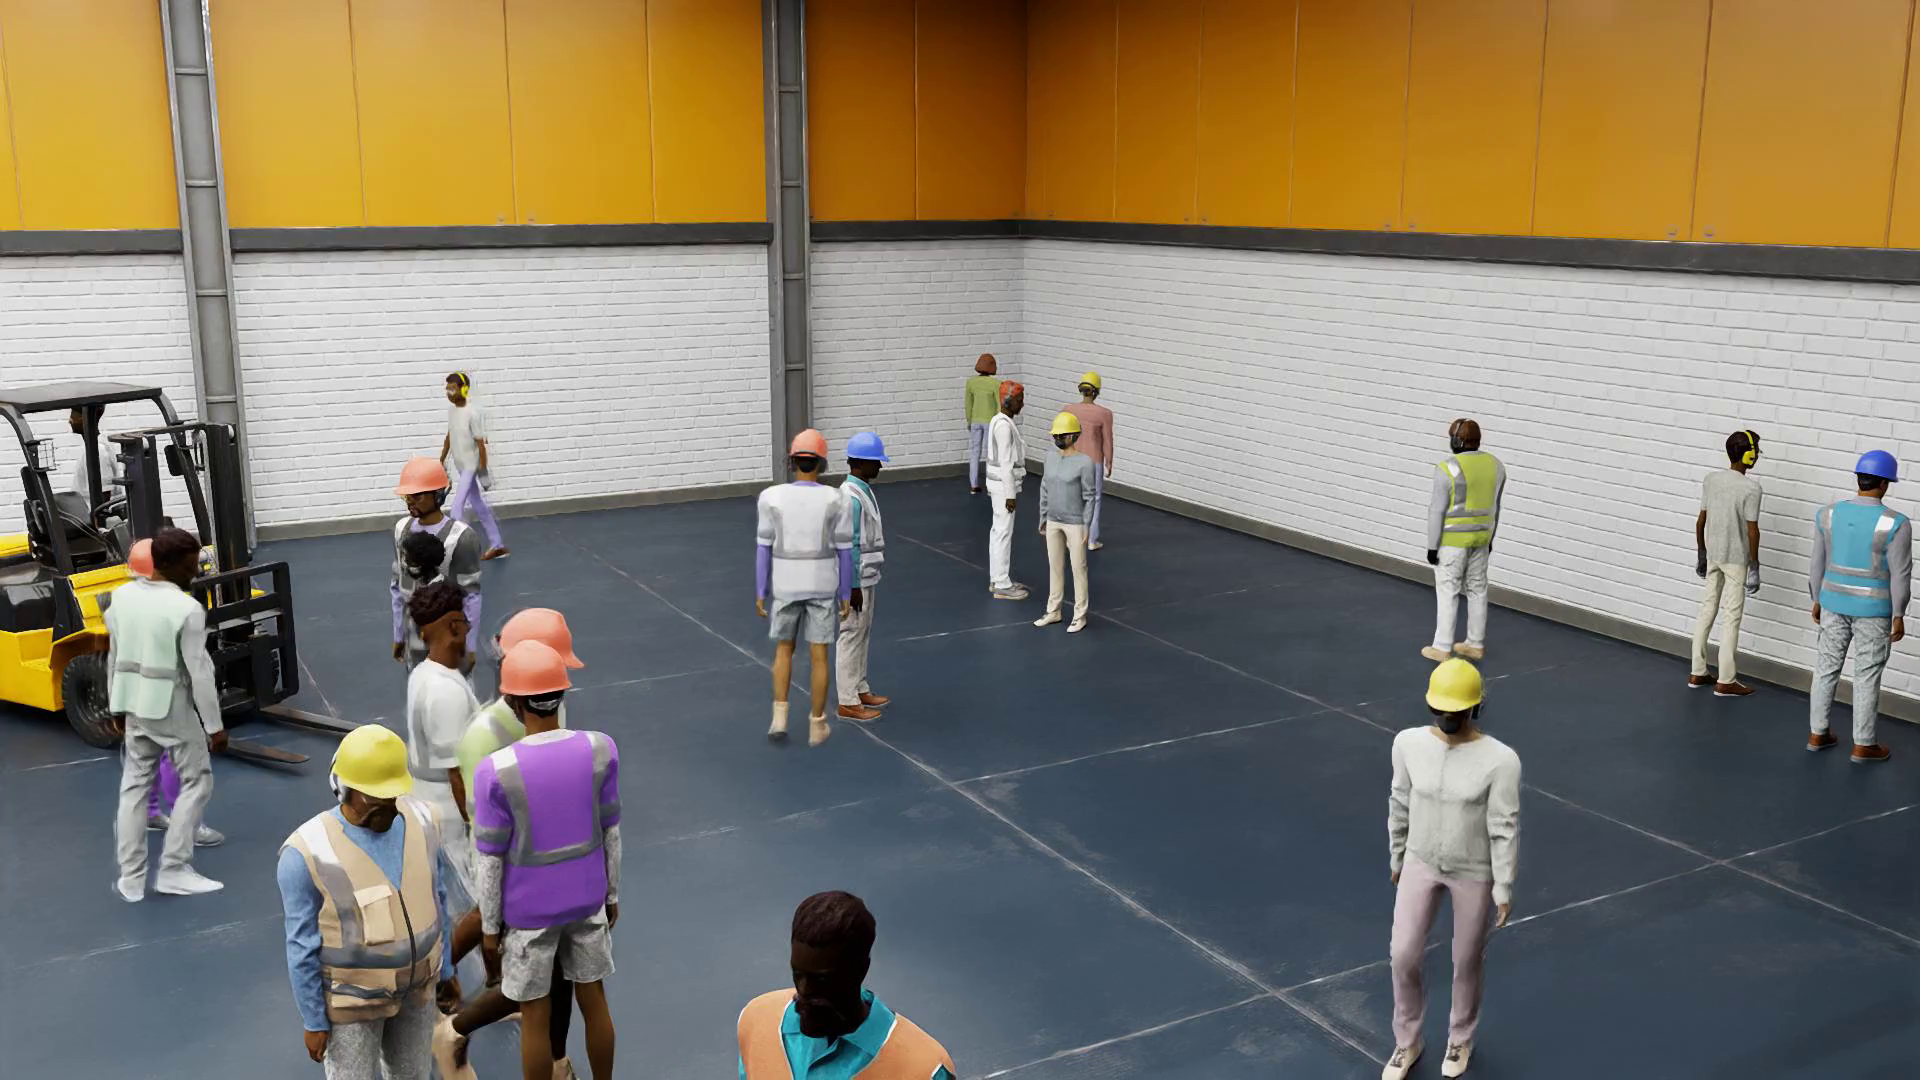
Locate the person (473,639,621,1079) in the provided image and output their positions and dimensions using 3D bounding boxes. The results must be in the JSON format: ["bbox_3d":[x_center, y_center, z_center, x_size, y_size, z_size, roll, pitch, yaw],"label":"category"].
[{"bbox_3d":[-1.504,1.309,6.086,0.545,1.930,0.385,-8,15,-34],"label":"person"}]

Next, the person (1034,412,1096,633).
[{"bbox_3d":[0.841,-0.143,13.276,0.522,1.769,0.317,10,16,40],"label":"person"}]

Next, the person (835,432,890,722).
[{"bbox_3d":[-0.663,0.241,11.079,0.416,1.939,0.605,1,12,5],"label":"person"}]

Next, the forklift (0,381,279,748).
[{"bbox_3d":[-5.853,0.085,11.199,2.313,2.155,1.214,7,14,28],"label":"forklift"}]

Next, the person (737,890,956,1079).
[{"bbox_3d":[-0.294,1.749,4.056,0.593,1.918,0.392,6,13,25],"label":"person"}]

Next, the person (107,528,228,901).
[{"bbox_3d":[-3.991,0.877,8.255,0.669,1.876,0.424,5,13,22],"label":"person"}]

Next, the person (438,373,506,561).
[{"bbox_3d":[-4.691,-0.650,15.539,0.970,1.821,0.514,-10,16,-39],"label":"person"}]

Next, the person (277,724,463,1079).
[{"bbox_3d":[-1.920,1.483,5.524,0.403,1.822,0.589,9,15,36],"label":"person"}]

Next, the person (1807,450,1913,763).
[{"bbox_3d":[5.564,0.407,10.297,0.400,1.938,0.602,-8,14,-33],"label":"person"}]

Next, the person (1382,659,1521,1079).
[{"bbox_3d":[1.898,1.314,6.499,0.540,1.746,0.609,7,14,30],"label":"person"}]

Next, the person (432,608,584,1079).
[{"bbox_3d":[-1.691,1.234,6.275,0.661,2.011,0.618,3,12,14],"label":"person"}]

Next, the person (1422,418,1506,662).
[{"bbox_3d":[3.743,0.006,12.433,0.629,1.837,0.429,-5,13,-22],"label":"person"}]

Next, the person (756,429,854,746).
[{"bbox_3d":[-0.983,0.304,10.631,0.638,2.011,0.527,0,12,0],"label":"person"}]

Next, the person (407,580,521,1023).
[{"bbox_3d":[-2.036,1.130,6.953,0.580,1.929,0.691,-3,12,-14],"label":"person"}]

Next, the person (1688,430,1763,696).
[{"bbox_3d":[5.382,0.156,11.639,0.310,1.868,0.532,-5,13,-23],"label":"person"}]

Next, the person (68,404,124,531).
[{"bbox_3d":[-6.677,-0.164,12.904,0.367,1.966,0.607,-6,14,-28],"label":"person"}]

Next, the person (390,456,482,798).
[{"bbox_3d":[-2.986,0.535,9.446,0.608,2.044,0.370,5,13,24],"label":"person"}]

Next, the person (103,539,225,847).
[{"bbox_3d":[-4.268,0.817,8.917,0.725,1.702,0.615,2,12,9],"label":"person"}]

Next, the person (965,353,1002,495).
[{"bbox_3d":[0.291,-1.334,19.172,0.507,1.632,0.268,8,14,32],"label":"person"}]

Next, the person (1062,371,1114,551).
[{"bbox_3d":[1.243,-0.766,16.239,0.532,1.756,0.339,4,13,18],"label":"person"}]

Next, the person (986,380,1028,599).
[{"bbox_3d":[0.404,-0.437,14.376,0.354,1.887,0.573,-1,12,-4],"label":"person"}]

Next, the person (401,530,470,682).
[{"bbox_3d":[-2.889,0.764,9.295,0.348,1.695,0.554,-2,12,-9],"label":"person"}]
